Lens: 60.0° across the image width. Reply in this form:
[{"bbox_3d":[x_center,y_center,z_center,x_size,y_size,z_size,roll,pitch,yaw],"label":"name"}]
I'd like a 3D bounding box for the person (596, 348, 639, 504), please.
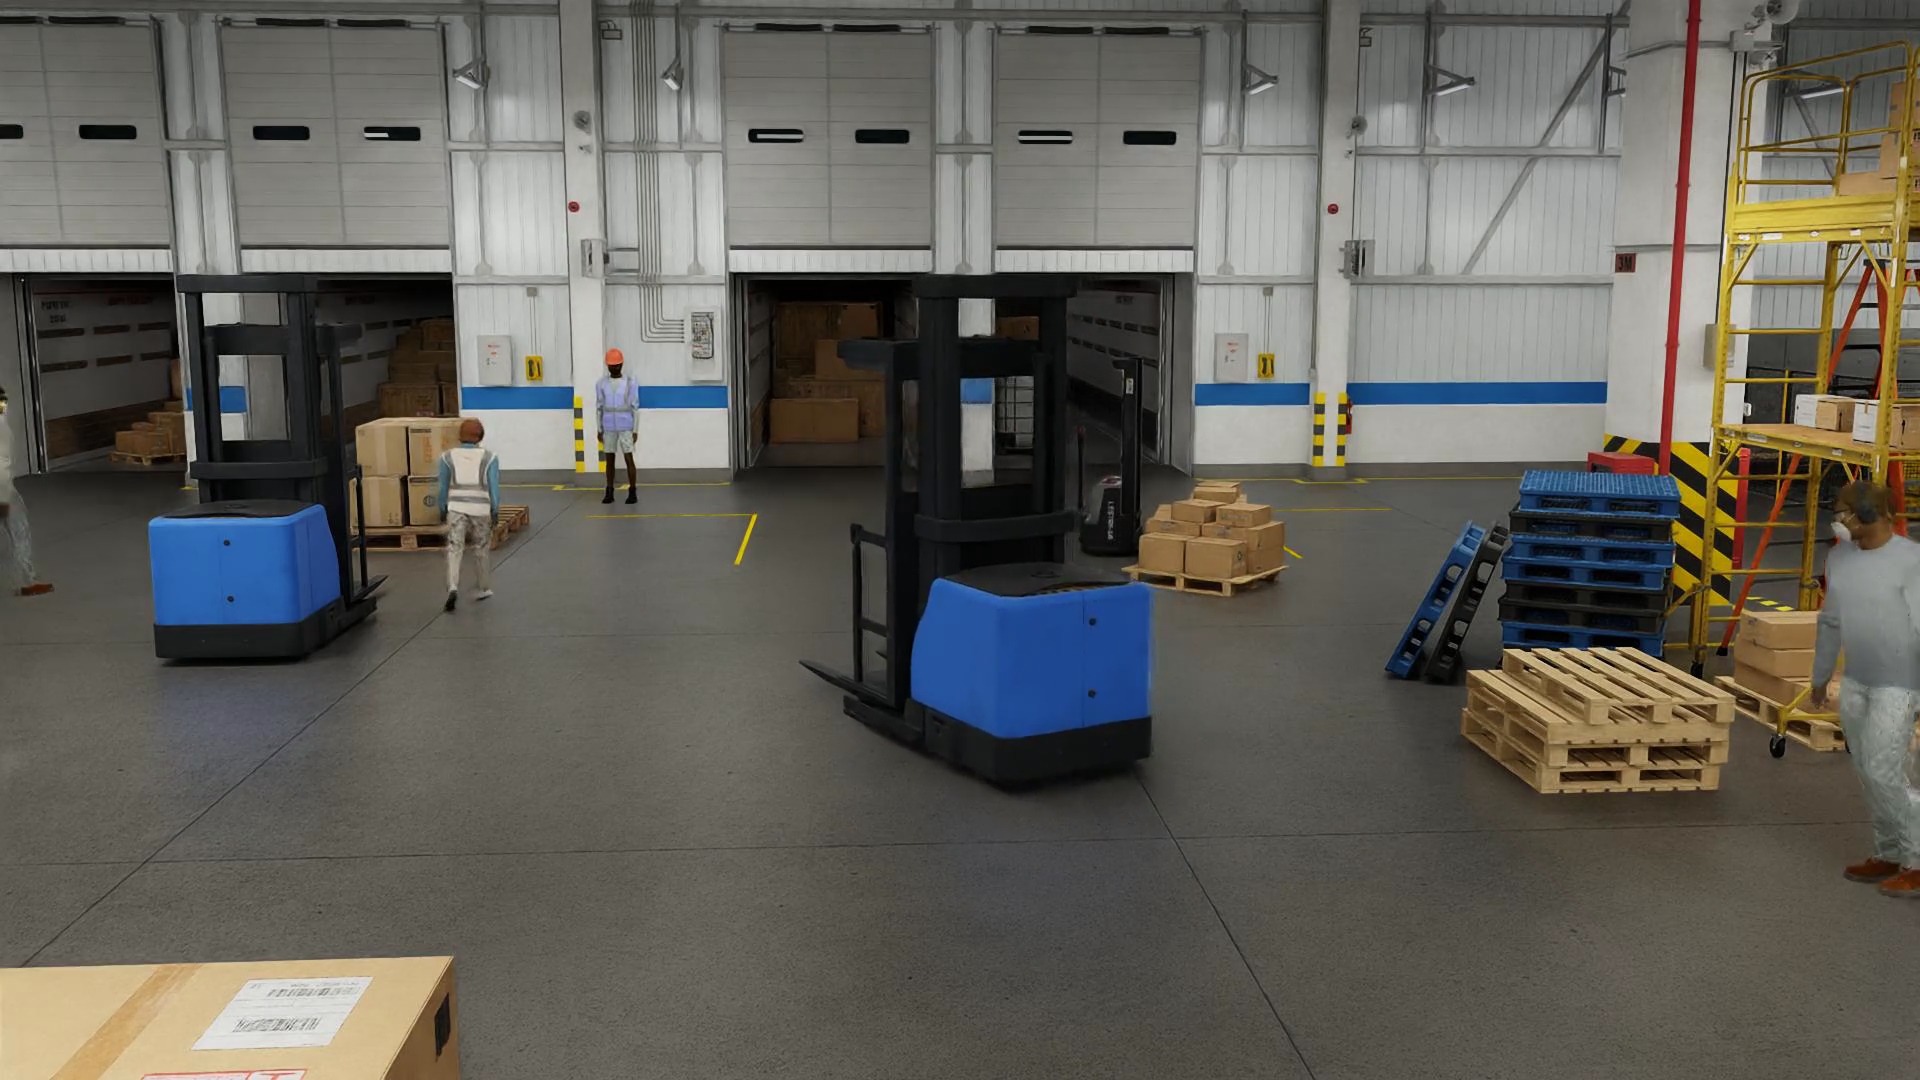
[{"bbox_3d":[-4.227,-1.395,20.508,0.545,1.928,0.394,1,9,7],"label":"person"}]

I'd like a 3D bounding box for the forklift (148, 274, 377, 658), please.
[{"bbox_3d":[-5.348,-0.627,12.681,1.129,2.768,1.873,-1,9,-4],"label":"forklift"}]

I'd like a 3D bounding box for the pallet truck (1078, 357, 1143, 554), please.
[{"bbox_3d":[2.088,-0.836,16.757,1.885,1.965,0.823,2,9,13],"label":"pallet truck"}]

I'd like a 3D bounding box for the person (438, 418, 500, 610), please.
[{"bbox_3d":[-4.205,-0.231,14.185,0.538,1.608,0.803,0,9,-2],"label":"person"}]

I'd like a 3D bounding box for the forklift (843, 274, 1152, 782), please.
[{"bbox_3d":[0.211,-0.173,9.835,1.129,2.768,1.873,-5,10,-30],"label":"forklift"}]

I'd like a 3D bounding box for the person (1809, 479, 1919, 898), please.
[{"bbox_3d":[4.216,0.668,7.626,0.515,1.896,0.651,-1,9,-7],"label":"person"}]

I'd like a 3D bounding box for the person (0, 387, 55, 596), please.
[{"bbox_3d":[-8.409,-0.400,14.328,0.623,1.911,0.947,4,10,26],"label":"person"}]
